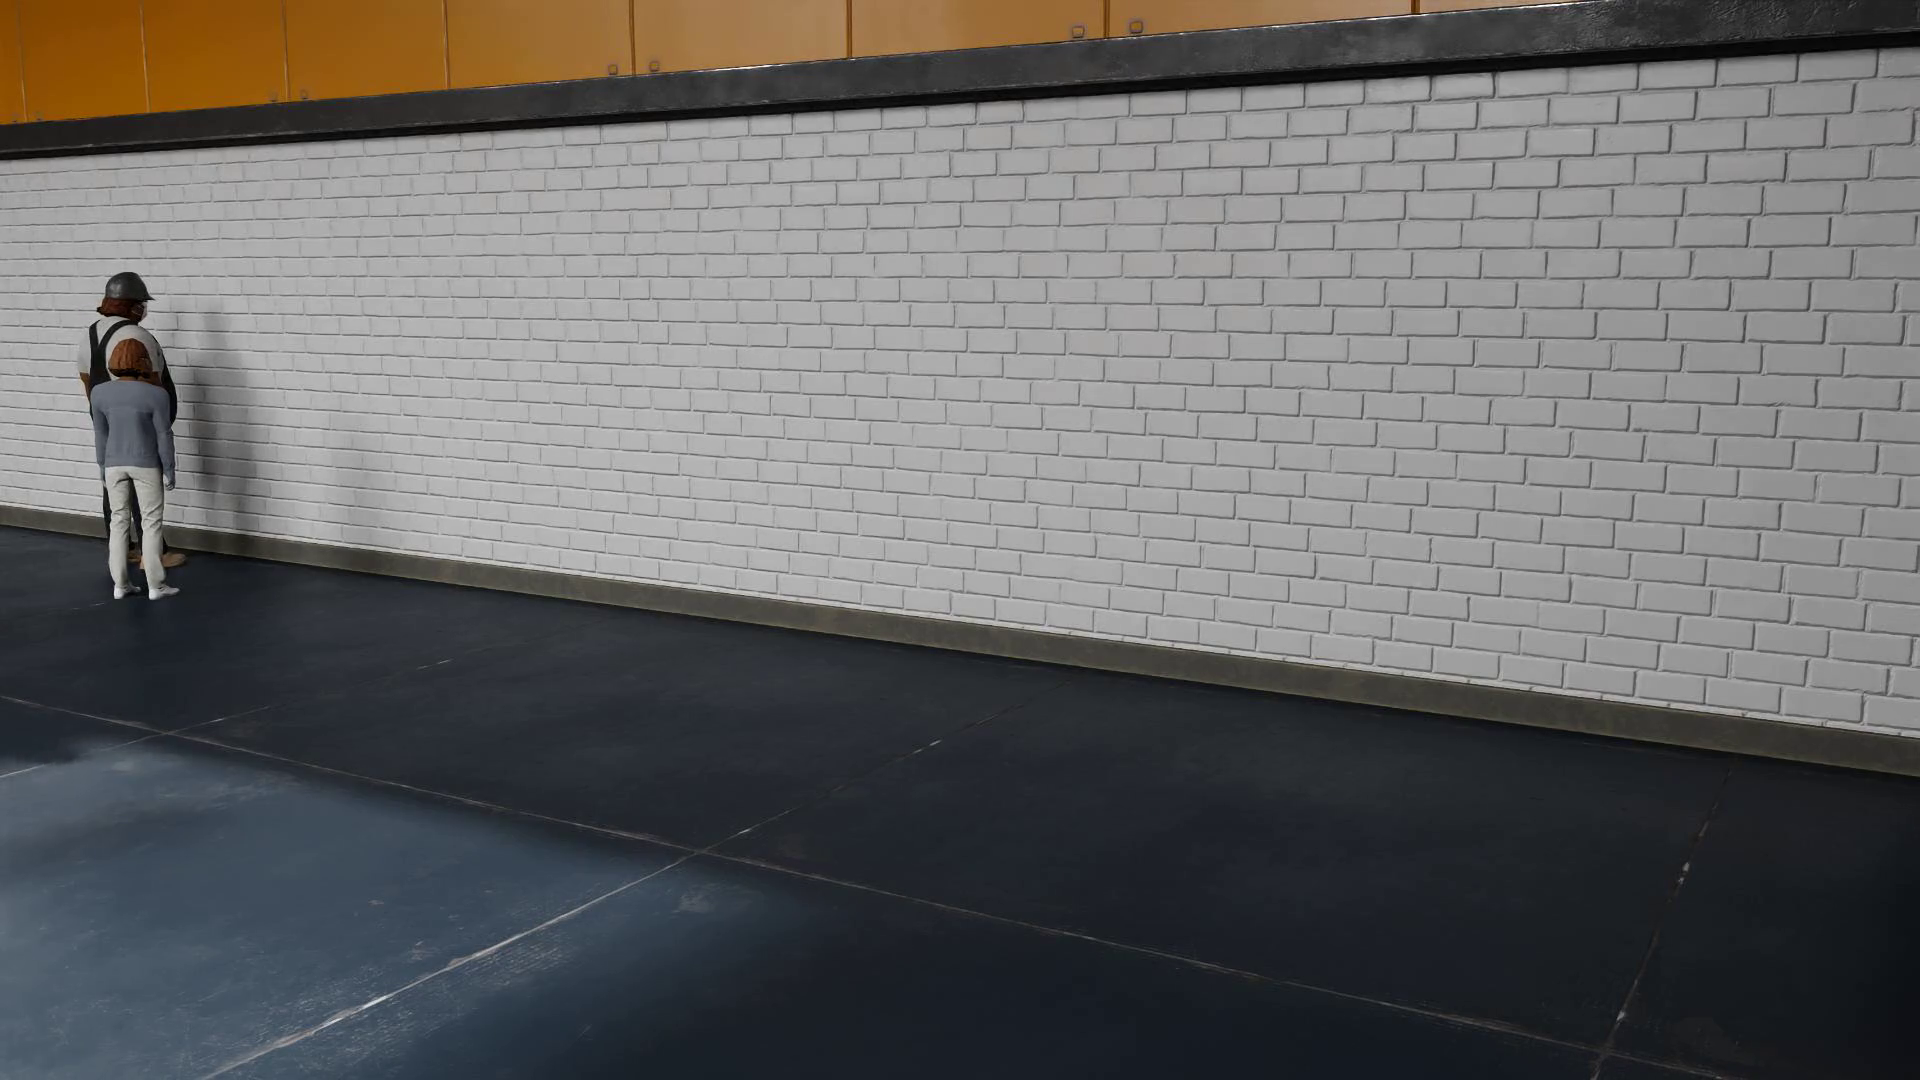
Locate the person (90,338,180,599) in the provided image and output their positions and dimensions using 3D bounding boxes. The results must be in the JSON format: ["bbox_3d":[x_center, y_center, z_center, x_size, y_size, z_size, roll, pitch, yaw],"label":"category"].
[{"bbox_3d":[-5.125,-0.437,10.347,0.493,1.624,0.280,0,9,1],"label":"person"}]

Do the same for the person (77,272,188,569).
[{"bbox_3d":[-5.683,-0.829,11.493,0.688,2.000,0.536,5,10,29],"label":"person"}]
